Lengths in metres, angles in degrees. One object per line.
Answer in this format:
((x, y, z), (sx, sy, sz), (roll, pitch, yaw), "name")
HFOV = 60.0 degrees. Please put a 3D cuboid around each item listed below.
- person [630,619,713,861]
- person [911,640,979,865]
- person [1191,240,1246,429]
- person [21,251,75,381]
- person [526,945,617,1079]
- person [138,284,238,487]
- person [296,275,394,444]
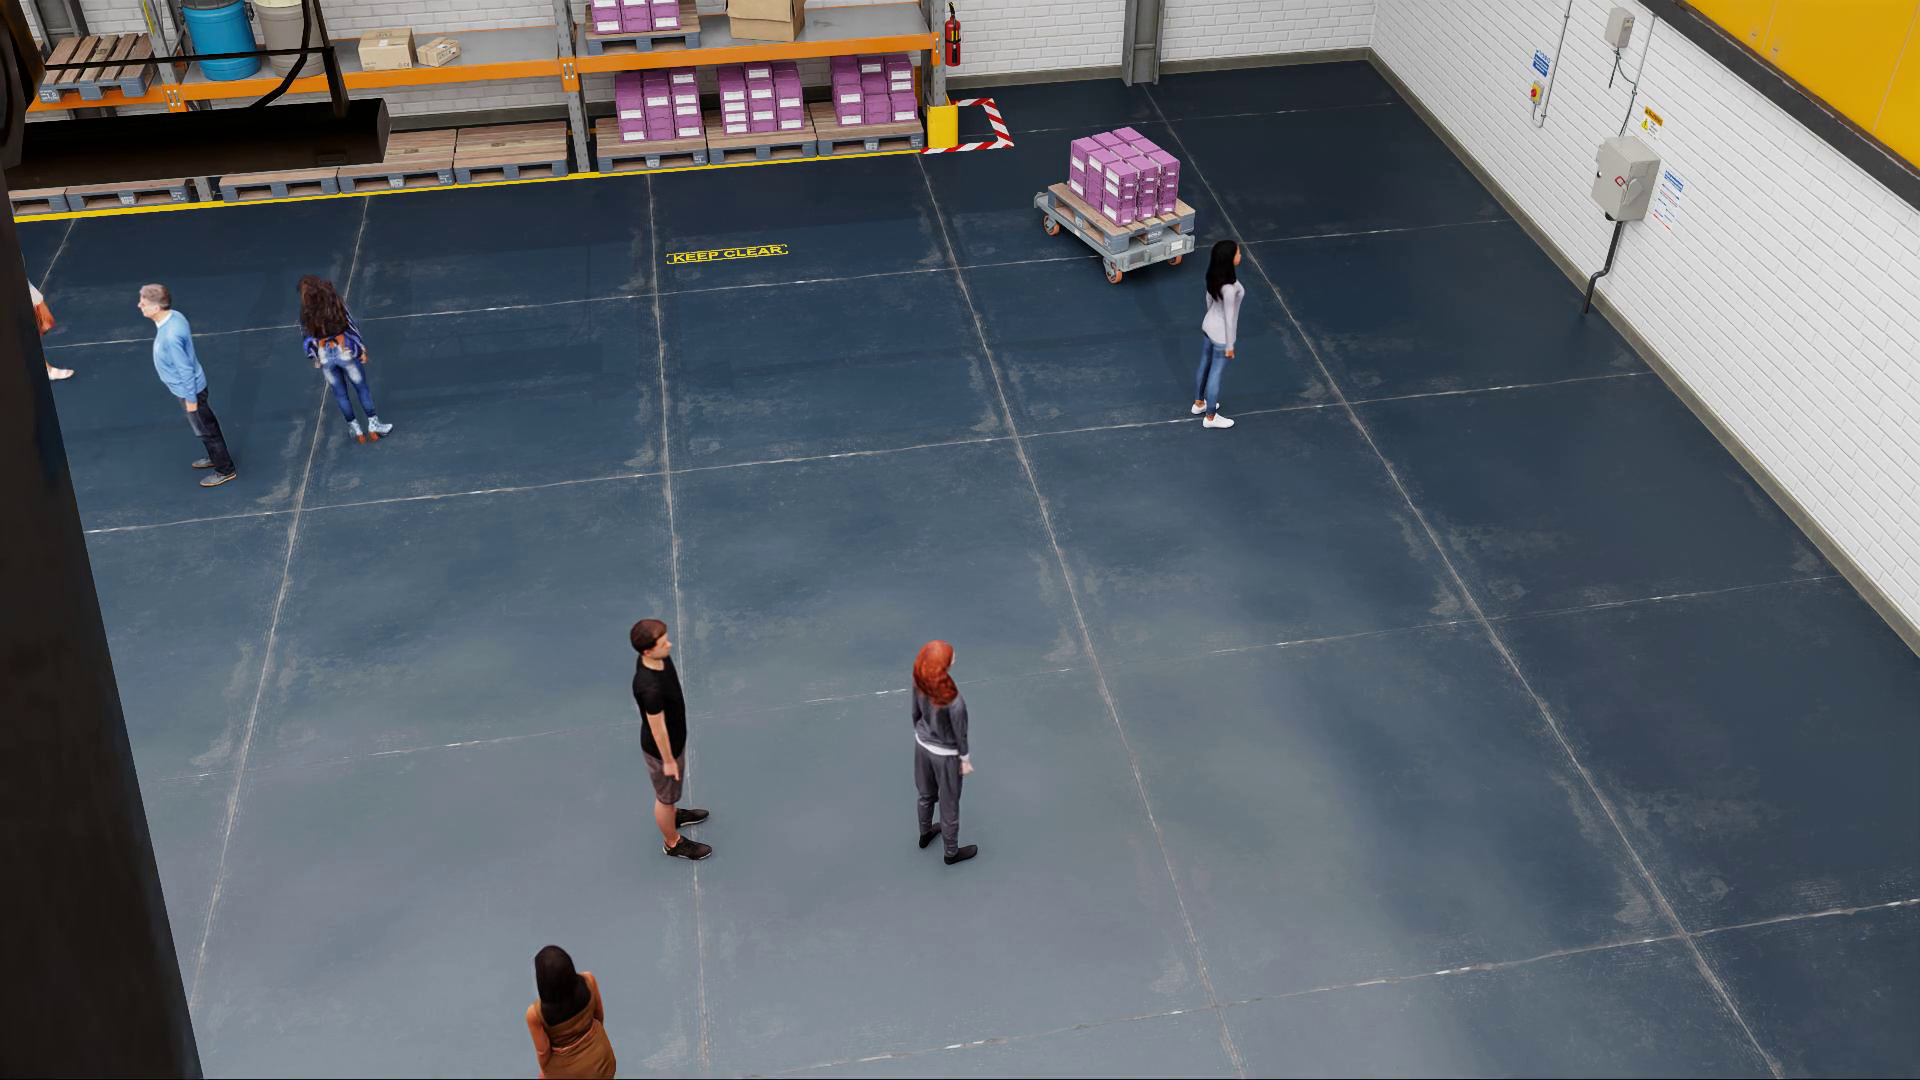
((-1.843, 1.207, 10.309), (0.579, 1.861, 0.681), (-4, 39, -6), "person")
((-0.127, 1.303, 10.256), (0.680, 1.779, 0.662), (-31, 48, -32), "person")
((2.182, -1.757, 14.121), (0.548, 1.736, 0.620), (-10, 40, -12), "person")
((-8.354, -2.115, 14.612), (0.676, 1.682, 0.566), (-6, 39, -8), "person")
((-1.988, 2.670, 8.614), (0.696, 1.690, 0.609), (31, 48, 33), "person")
((-6.246, -1.274, 13.451), (0.666, 1.817, 0.721), (-18, 42, -21), "person")
((-5.182, -1.523, 13.928), (0.494, 1.611, 0.753), (-2, 39, -2), "person")
